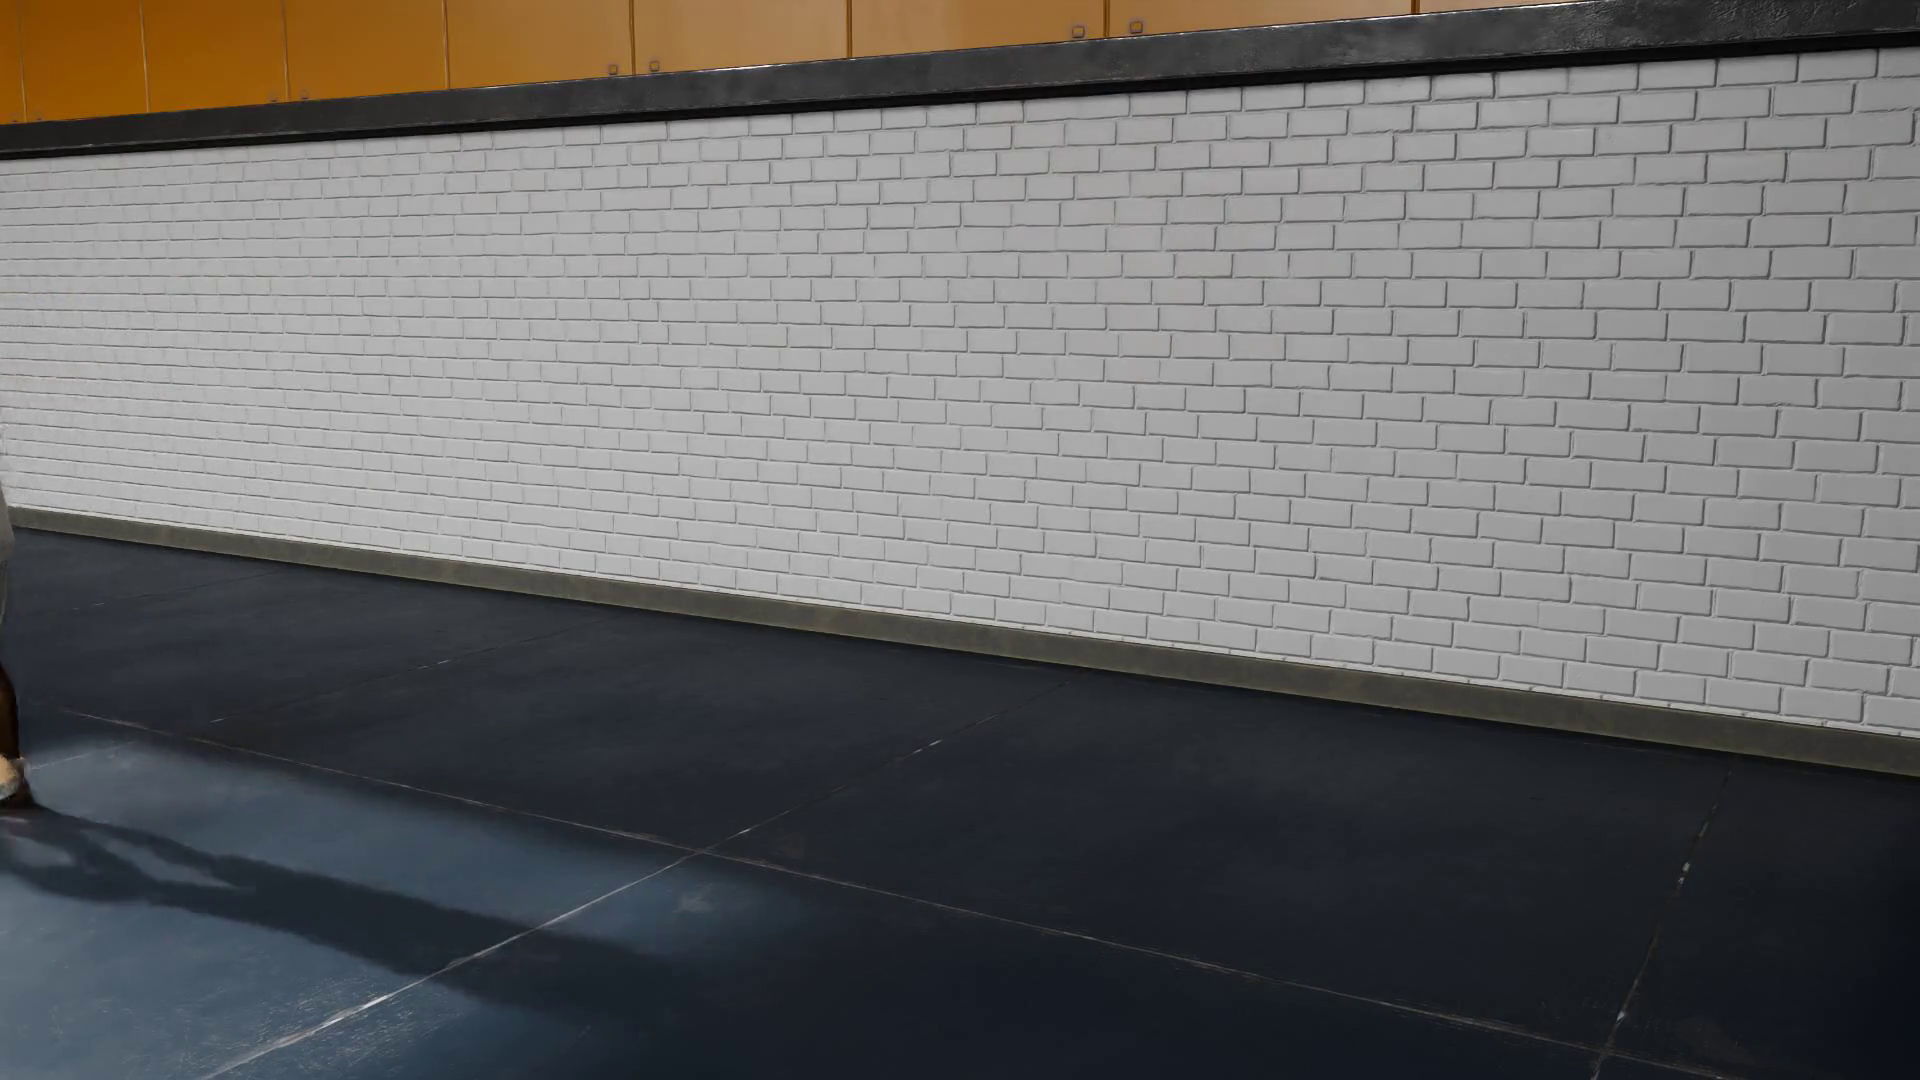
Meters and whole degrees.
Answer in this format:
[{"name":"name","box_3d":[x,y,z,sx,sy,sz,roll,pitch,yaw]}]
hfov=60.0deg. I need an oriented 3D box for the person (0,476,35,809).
[{"name":"person","box_3d":[-3.742,0.050,6.120,0.519,2.012,0.616,-1,9,-4]}]
